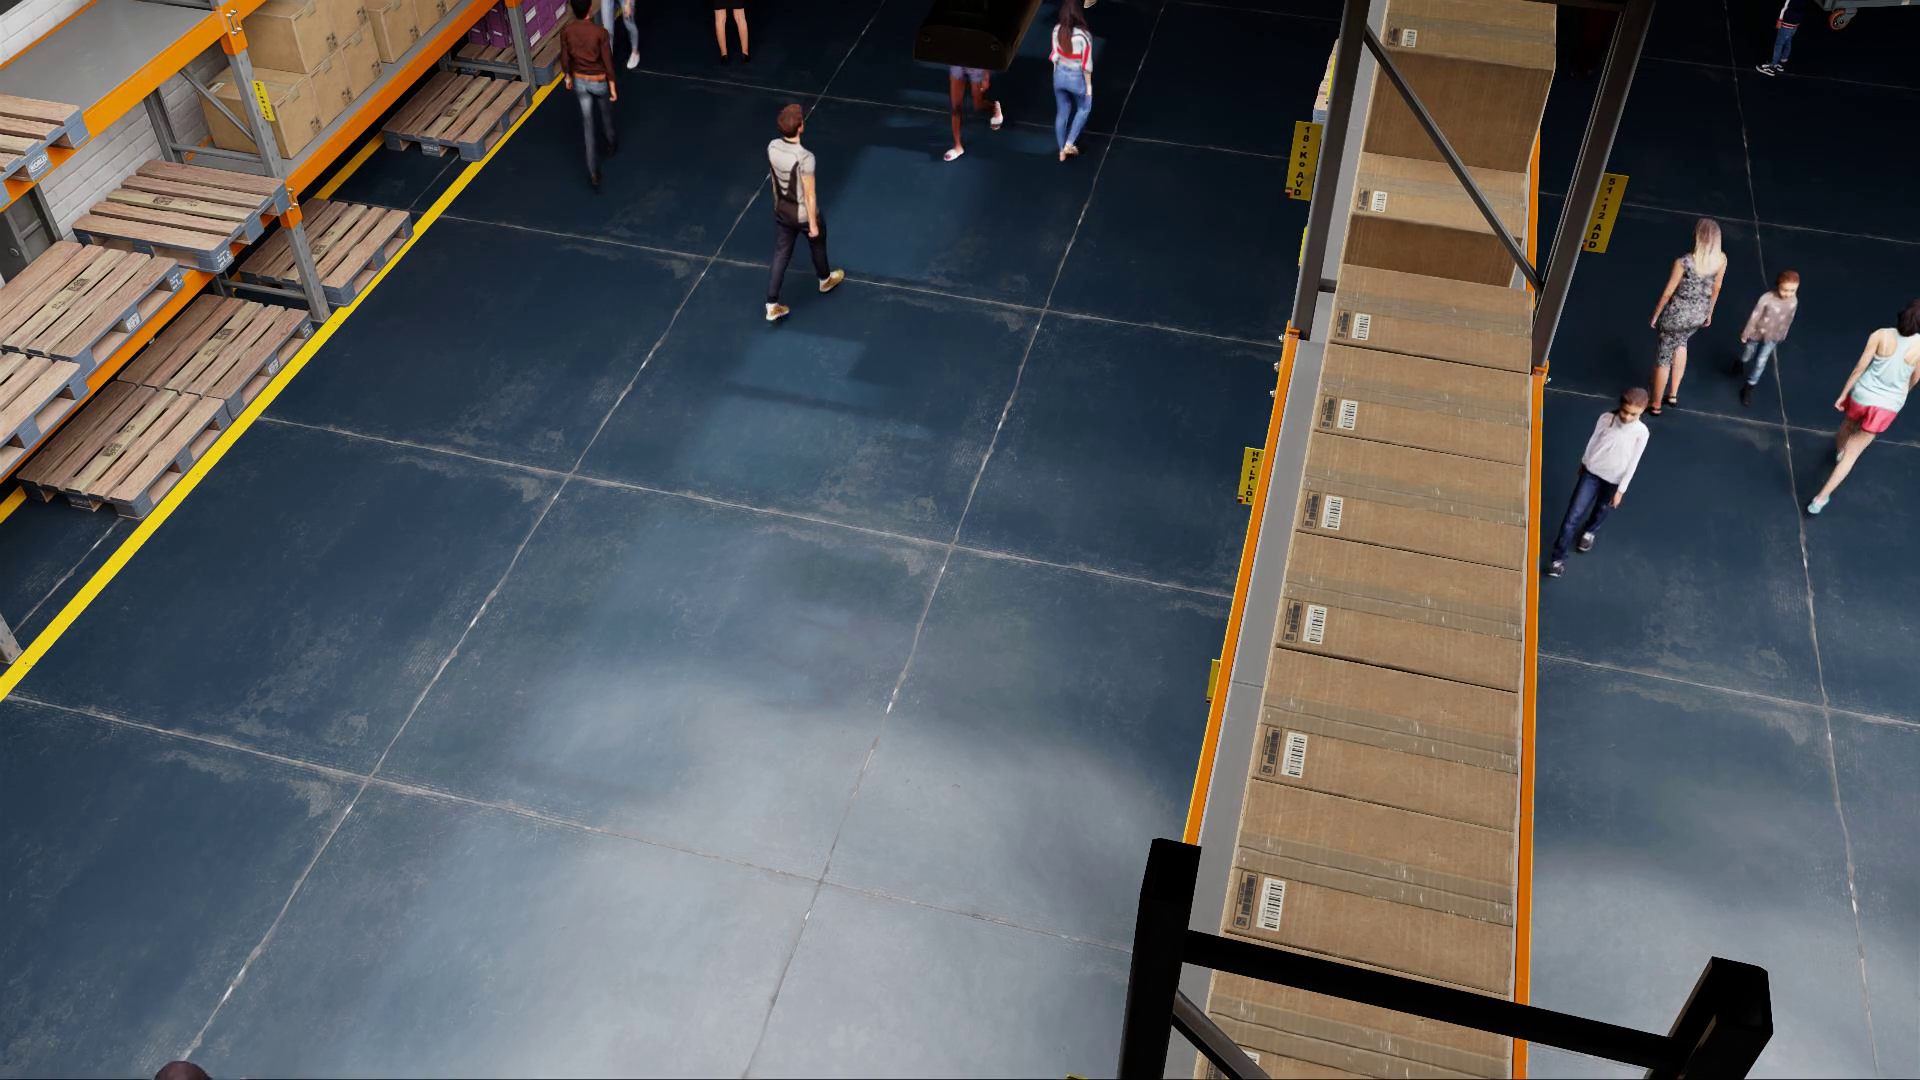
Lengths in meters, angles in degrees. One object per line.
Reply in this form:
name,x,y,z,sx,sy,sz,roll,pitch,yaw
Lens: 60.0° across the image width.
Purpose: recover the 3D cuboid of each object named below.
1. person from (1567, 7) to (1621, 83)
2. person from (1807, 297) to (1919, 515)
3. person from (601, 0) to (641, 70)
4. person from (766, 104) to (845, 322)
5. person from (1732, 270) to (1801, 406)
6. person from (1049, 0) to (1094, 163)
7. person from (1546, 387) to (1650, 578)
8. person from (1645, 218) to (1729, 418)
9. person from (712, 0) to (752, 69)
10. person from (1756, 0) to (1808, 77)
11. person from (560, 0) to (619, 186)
person,6.365,-5.388,16.477,0.726,1.741,0.719,1,44,2
person,6.447,-0.903,11.786,0.891,1.718,1.212,29,50,27
person,-3.371,-5.462,16.606,0.615,1.670,0.990,10,45,10
person,-1.383,-2.615,13.483,0.905,1.855,1.268,24,48,23
person,6.248,-1.639,12.947,0.505,1.182,0.726,5,44,5
person,0.991,-4.210,15.338,0.675,1.607,0.663,22,48,21
person,4.499,-0.495,11.500,0.672,1.522,1.046,21,48,21
person,5.496,-1.612,12.548,0.708,1.693,0.733,-6,44,-7
person,-2.346,-5.563,16.707,0.606,1.677,0.577,-4,44,-5
person,8.378,-5.289,16.750,0.560,1.222,0.642,-28,50,-27
person,-3.361,-4.064,15.096,0.856,1.729,1.229,0,44,0
